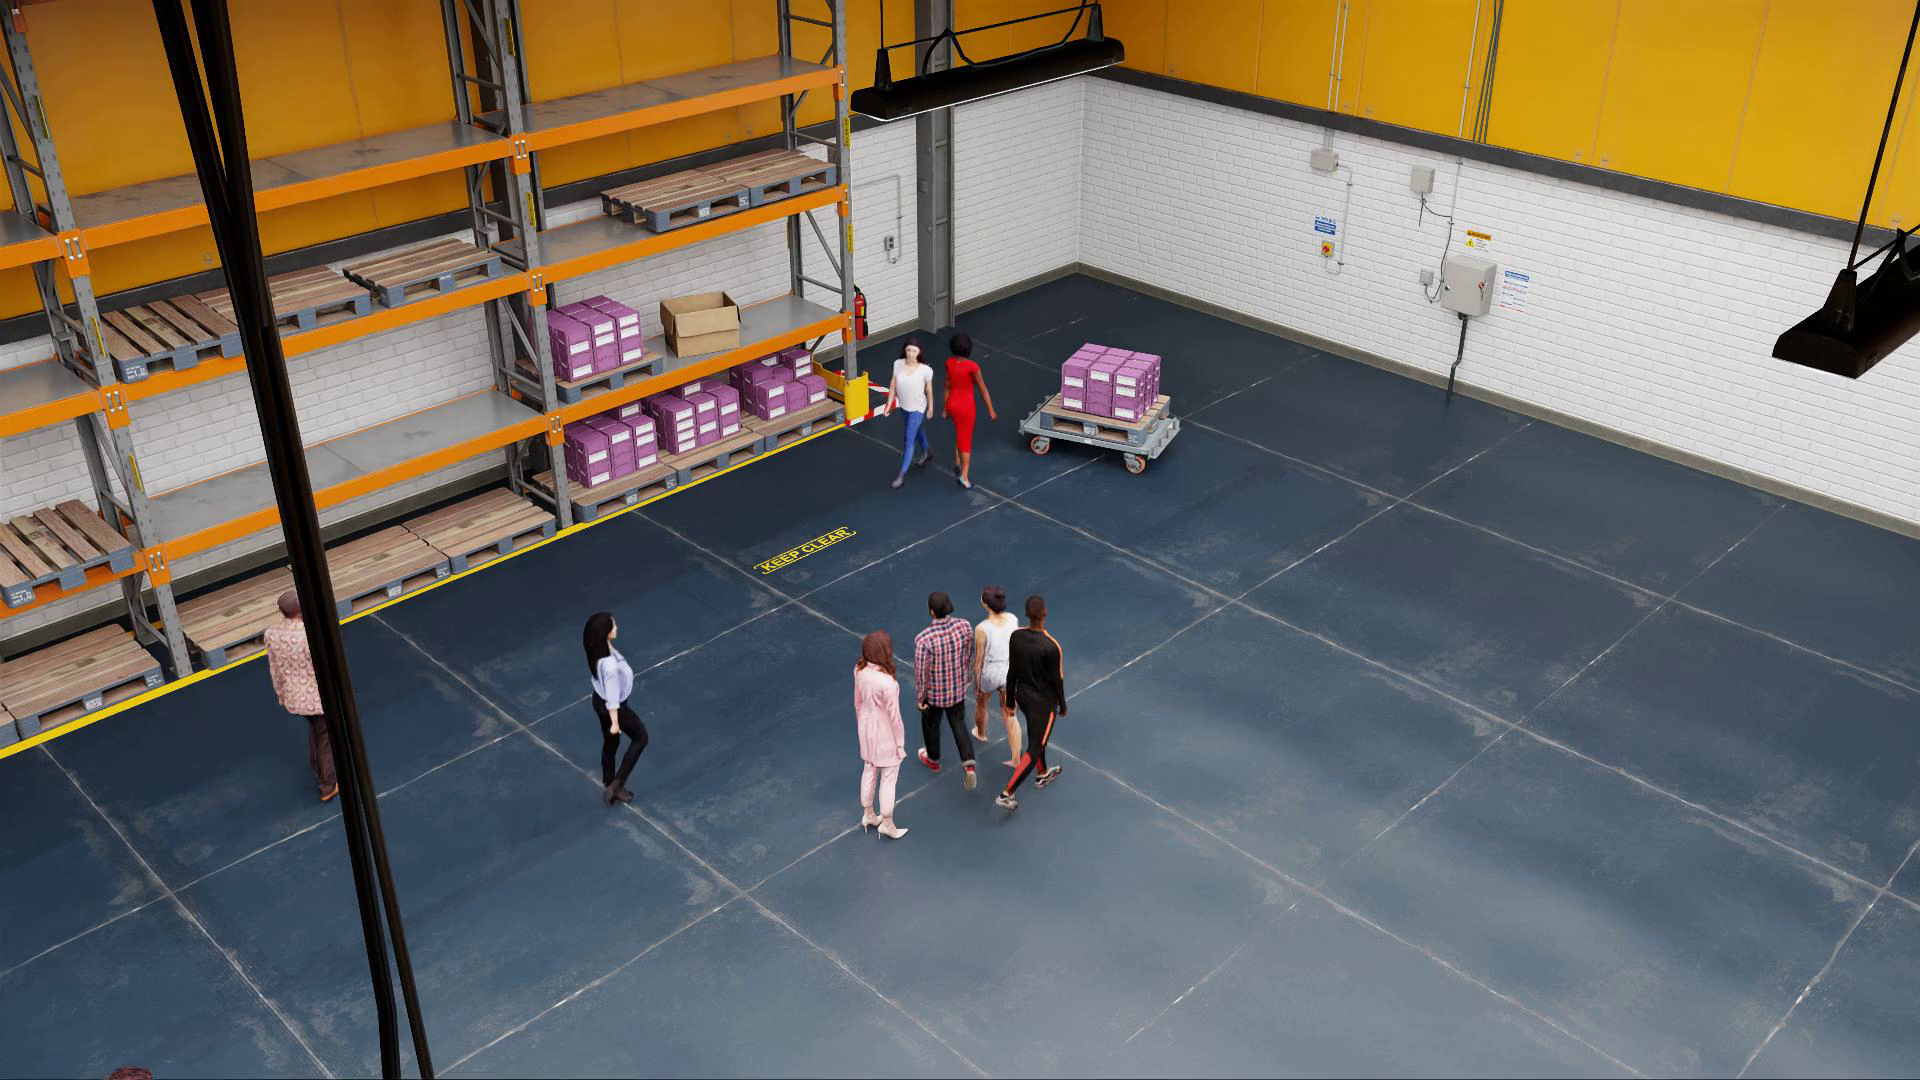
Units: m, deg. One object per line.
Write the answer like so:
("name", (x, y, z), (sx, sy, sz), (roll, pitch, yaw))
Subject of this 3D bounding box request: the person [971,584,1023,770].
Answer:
("person", (0.340, 1.116, 13.381), (1.022, 1.597, 0.886), (-12, 31, -21))

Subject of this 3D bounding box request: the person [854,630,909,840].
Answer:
("person", (-0.613, 1.474, 12.510), (0.613, 1.803, 0.502), (25, 37, 38))

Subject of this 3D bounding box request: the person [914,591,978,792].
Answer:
("person", (-0.088, 1.187, 13.097), (1.039, 1.744, 0.961), (-13, 31, -23))

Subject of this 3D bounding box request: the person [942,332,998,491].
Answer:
("person", (-0.035, -1.339, 17.744), (0.717, 1.729, 0.671), (24, 37, 37))

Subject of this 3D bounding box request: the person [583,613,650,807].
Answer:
("person", (-2.765, 1.339, 12.829), (0.673, 1.734, 0.700), (-17, 33, -29))

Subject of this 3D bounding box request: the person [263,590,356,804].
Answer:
("person", (-5.097, 1.254, 12.929), (0.860, 1.788, 0.910), (9, 30, 15))

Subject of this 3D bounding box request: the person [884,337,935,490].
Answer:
("person", (-0.469, -1.422, 17.995), (0.800, 1.633, 1.215), (17, 33, 28))

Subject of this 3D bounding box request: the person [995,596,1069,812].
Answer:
("person", (0.537, 1.298, 12.856), (0.607, 1.780, 1.062), (25, 37, 38))
